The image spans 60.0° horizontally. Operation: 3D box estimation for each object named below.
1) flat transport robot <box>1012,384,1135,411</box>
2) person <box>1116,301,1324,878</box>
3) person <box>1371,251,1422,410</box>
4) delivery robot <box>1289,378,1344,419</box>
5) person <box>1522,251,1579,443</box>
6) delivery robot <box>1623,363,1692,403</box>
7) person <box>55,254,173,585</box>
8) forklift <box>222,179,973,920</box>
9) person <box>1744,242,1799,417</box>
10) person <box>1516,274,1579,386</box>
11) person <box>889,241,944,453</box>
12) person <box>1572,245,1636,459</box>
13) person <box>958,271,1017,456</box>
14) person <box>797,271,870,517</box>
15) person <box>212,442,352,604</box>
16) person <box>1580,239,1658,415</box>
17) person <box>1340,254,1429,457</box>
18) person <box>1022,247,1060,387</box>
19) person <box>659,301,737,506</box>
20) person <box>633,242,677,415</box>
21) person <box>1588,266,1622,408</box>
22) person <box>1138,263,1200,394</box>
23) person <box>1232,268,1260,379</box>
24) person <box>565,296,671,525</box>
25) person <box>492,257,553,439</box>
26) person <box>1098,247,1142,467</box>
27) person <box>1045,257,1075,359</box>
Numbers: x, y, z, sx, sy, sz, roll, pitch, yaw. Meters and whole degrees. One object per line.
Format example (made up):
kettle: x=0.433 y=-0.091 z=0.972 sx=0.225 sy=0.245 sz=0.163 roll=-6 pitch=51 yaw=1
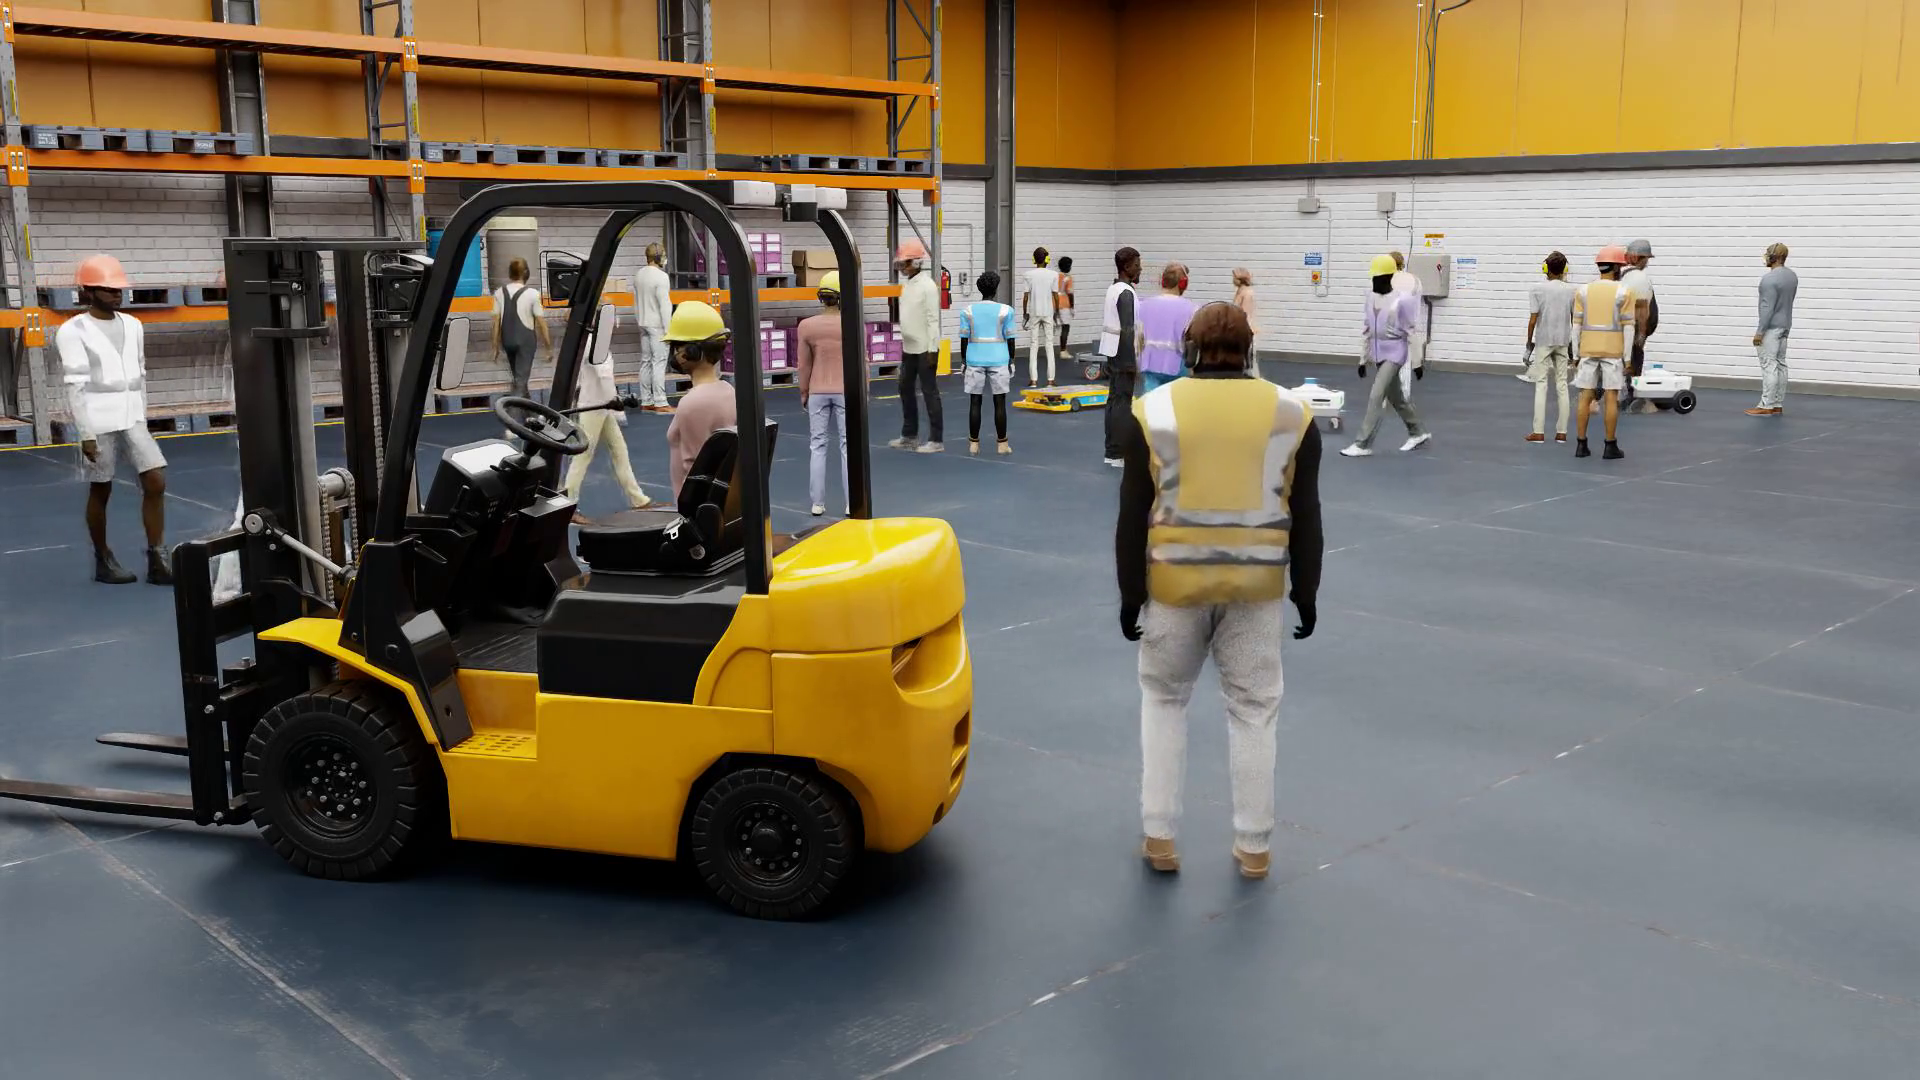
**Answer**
flat transport robot: x=1.344 y=-1.677 z=19.515 sx=1.431 sy=0.197 sz=0.652 roll=-10 pitch=14 yaw=-43
person: x=0.822 y=0.160 z=5.298 sx=0.658 sy=1.821 sz=0.434 roll=1 pitch=10 yaw=4
person: x=5.040 y=-2.435 z=19.371 sx=0.634 sy=1.839 sz=0.429 roll=-2 pitch=11 yaw=-11
delivery robot: x=3.596 y=-1.427 z=17.126 sx=0.707 sy=0.478 sz=0.477 roll=2 pitch=11 yaw=12
person: x=5.772 y=-1.882 z=16.270 sx=0.521 sy=1.873 sz=0.336 roll=0 pitch=10 yaw=2
delivery robot: x=7.963 y=-1.777 z=19.012 sx=0.707 sy=0.478 sz=0.477 roll=-2 pitch=11 yaw=-6
person: x=-4.776 y=-0.661 z=9.501 sx=0.790 sy=1.905 sz=0.564 roll=5 pitch=11 yaw=25
forklift: x=-1.114 y=-0.058 z=5.440 sx=2.313 sy=2.155 sz=1.214 roll=2 pitch=11 yaw=13
person: x=9.090 y=-2.346 z=18.611 sx=0.627 sy=1.941 sz=0.370 roll=-8 pitch=13 yaw=-38
person: x=8.069 y=-2.882 z=22.495 sx=0.504 sy=1.586 sz=0.915 roll=-10 pitch=14 yaw=-42
person: x=-0.427 y=-1.806 z=15.600 sx=0.498 sy=1.967 sz=0.815 roll=-6 pitch=12 yaw=-31
person: x=5.842 y=-1.702 z=15.114 sx=0.548 sy=1.934 sz=0.375 roll=8 pitch=13 yaw=38
person: x=0.255 y=-1.618 z=15.304 sx=0.540 sy=1.695 sz=0.317 roll=2 pitch=11 yaw=9
person: x=-0.904 y=-1.044 z=11.987 sx=0.533 sy=1.768 sz=0.310 roll=2 pitch=11 yaw=10
person: x=-3.437 y=-0.451 z=8.568 sx=1.000 sy=1.826 sz=0.610 roll=-2 pitch=11 yaw=-12
person: x=7.473 y=-2.425 z=18.768 sx=0.947 sy=2.000 sz=0.678 roll=-1 pitch=10 yaw=-4
person: x=3.983 y=-1.709 z=15.362 sx=1.061 sy=1.864 sz=0.604 roll=-4 pitch=11 yaw=-23
person: x=1.085 y=-2.974 z=22.248 sx=0.519 sy=1.865 sz=0.327 roll=1 pitch=10 yaw=5
person: x=-1.022 y=-0.058 z=6.608 sx=0.310 sy=1.768 sz=0.533 roll=1 pitch=10 yaw=7
person: x=-3.458 y=-2.389 z=18.849 sx=0.356 sy=1.938 sz=0.633 roll=-9 pitch=14 yaw=-41
person: x=7.587 y=-2.472 z=19.484 sx=0.517 sy=1.874 sz=0.328 roll=4 pitch=11 yaw=21
person: x=1.720 y=-1.371 z=13.693 sx=0.594 sy=1.794 sz=0.964 roll=6 pitch=12 yaw=31
person: x=3.380 y=-2.532 z=20.524 sx=0.783 sy=1.603 sz=0.539 roll=-1 pitch=10 yaw=-5
person: x=-2.438 y=-0.892 z=11.633 sx=0.825 sy=1.597 sz=0.520 roll=-2 pitch=11 yaw=-9
person: x=-4.418 y=-1.955 z=16.872 sx=0.547 sy=1.791 sz=0.974 roll=3 pitch=11 yaw=16
person: x=1.425 y=-1.600 z=14.609 sx=0.392 sy=1.917 sz=0.591 roll=-1 pitch=10 yaw=-7
person: x=1.599 y=-3.820 z=27.408 sx=0.318 sy=1.667 sz=0.725 roll=-10 pitch=14 yaw=-43
